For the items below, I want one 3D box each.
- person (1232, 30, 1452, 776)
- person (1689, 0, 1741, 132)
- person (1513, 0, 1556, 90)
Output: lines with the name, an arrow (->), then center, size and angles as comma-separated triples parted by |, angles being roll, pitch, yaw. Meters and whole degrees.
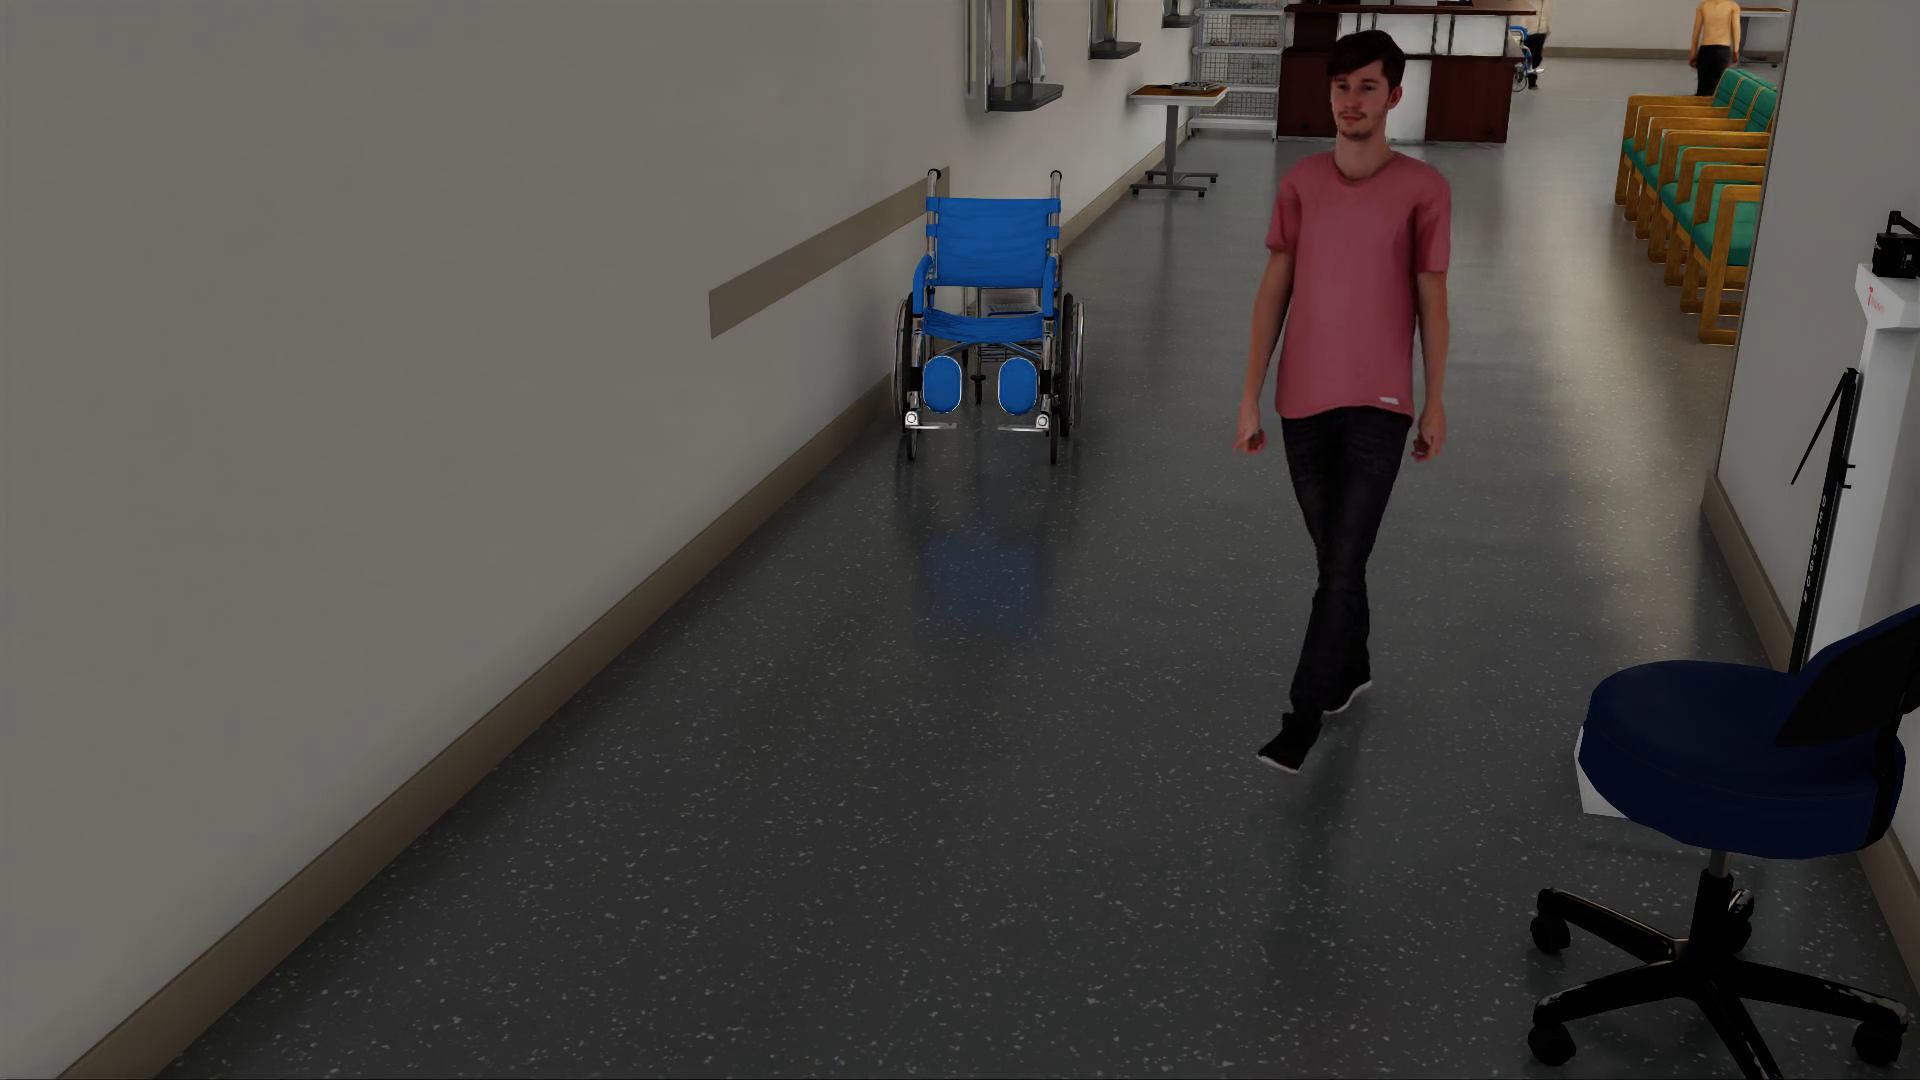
person -> 1.097, -0.372, 4.567 | 1.172, 1.919, 0.990 | 14, 25, 32
person -> 7.754, -4.970, 17.127 | 1.050, 1.622, 0.933 | 16, 26, 37
person -> 7.520, -6.672, 21.873 | 0.798, 1.443, 0.802 | -3, 21, -8
